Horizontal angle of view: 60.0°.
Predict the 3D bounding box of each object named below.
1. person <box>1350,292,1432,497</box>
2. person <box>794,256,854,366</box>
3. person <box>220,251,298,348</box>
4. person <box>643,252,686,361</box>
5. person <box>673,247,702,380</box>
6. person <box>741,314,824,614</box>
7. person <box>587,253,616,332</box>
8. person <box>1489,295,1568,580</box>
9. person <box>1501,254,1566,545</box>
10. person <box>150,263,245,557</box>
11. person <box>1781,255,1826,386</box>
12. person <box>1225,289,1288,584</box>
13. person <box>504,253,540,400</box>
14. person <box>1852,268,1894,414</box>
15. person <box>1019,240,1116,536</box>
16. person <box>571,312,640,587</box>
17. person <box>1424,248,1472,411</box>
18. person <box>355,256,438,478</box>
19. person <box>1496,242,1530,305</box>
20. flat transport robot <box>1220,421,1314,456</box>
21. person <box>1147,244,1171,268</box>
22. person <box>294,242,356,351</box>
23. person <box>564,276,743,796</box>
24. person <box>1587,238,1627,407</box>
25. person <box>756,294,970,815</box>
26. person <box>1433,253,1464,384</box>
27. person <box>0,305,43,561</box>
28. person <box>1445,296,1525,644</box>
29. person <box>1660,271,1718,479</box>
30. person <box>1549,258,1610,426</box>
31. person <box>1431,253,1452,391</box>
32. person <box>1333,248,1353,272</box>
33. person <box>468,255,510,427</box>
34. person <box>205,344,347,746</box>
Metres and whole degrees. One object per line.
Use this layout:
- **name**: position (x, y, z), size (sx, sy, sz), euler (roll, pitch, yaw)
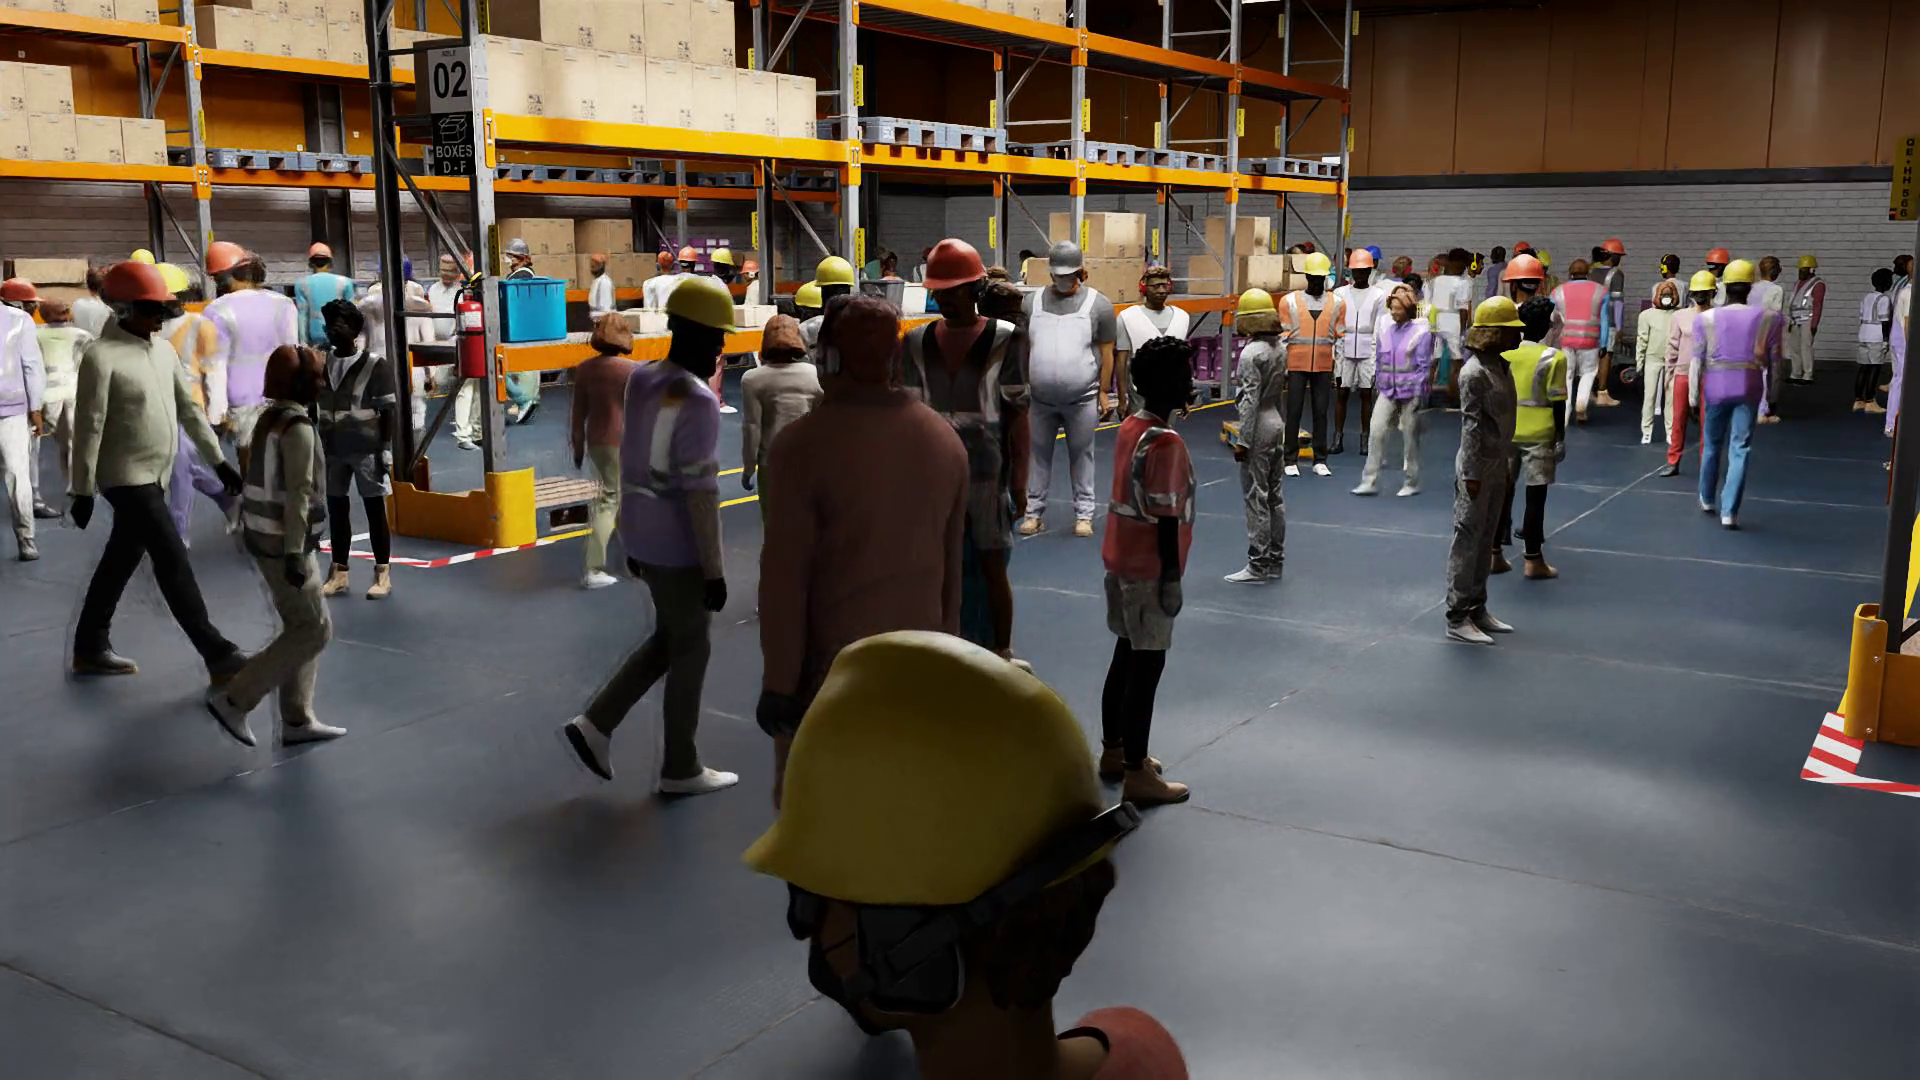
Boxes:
- **person**: position (3.386, -1.114, 12.985), size (0.724, 1.613, 0.518), euler (-10, 14, -43)
- **person**: position (-0.705, -0.659, 9.596), size (0.589, 1.927, 0.388), euler (-7, 12, -33)
- **person**: position (-5.132, -1.127, 12.156), size (0.627, 1.941, 0.371), euler (-10, 14, -44)
- **person**: position (-3.470, -2.478, 19.795), size (0.574, 1.885, 0.355), euler (-3, 11, -14)
- **person**: position (-3.351, -2.647, 20.584), size (0.552, 1.935, 0.368), euler (2, 10, 12)
- **person**: position (-0.935, -0.392, 8.932), size (0.503, 1.631, 0.283), euler (-5, 11, -25)
- **person**: position (-4.599, -2.766, 21.481), size (0.437, 1.858, 0.617), euler (-6, 12, -30)
- **person**: position (3.390, -0.611, 9.970), size (0.317, 1.695, 0.540), euler (-8, 13, -38)
- **person**: position (3.729, -0.931, 11.108), size (0.546, 1.929, 0.388), euler (-3, 11, -16)
- **person**: position (-5.049, -0.872, 10.911), size (0.599, 1.887, 0.833), euler (4, 11, 22)
- **person**: position (11.711, -3.036, 23.076), size (0.403, 1.824, 0.598), euler (-1, 10, -3)
- **person**: position (1.750, -0.608, 9.845), size (0.324, 1.736, 0.492), euler (7, 12, 34)
- **person**: position (-5.566, -2.775, 21.124), size (0.372, 1.997, 0.622), euler (3, 11, 17)
- **person**: position (10.736, -2.332, 19.502), size (0.316, 1.697, 0.542), euler (0, 10, 2)
- **person**: position (0.699, -1.034, 11.361), size (0.673, 2.000, 0.536), euler (3, 11, 14)
- **person**: position (-2.010, -0.546, 9.901), size (0.501, 1.589, 0.859), euler (6, 12, 28)
- **person**: position (5.767, -2.474, 19.688), size (0.613, 1.930, 0.621), euler (-8, 13, -36)
- **person**: position (-4.574, -1.348, 13.524), size (0.632, 1.909, 0.706), euler (-3, 11, -15)
- **person**: position (7.803, -3.153, 23.218), size (0.622, 1.997, 0.371), euler (6, 12, 29)
- **flat transport robot**: position (2.941, -0.987, 16.002), size (0.652, 0.197, 1.431), euler (0, 10, 0)
- **person**: position (3.112, -3.711, 26.217), size (0.403, 2.033, 0.606), euler (1, 10, 3)
- **person**: position (-6.938, -2.258, 18.256), size (0.620, 2.005, 0.949), euler (-2, 11, -14)
- **person**: position (-1.050, 0.017, 5.941), size (0.597, 1.892, 0.634), euler (-7, 12, -34)
- **person**: position (7.892, -2.648, 20.306), size (0.395, 2.038, 0.614), euler (-3, 11, -18)
- **person**: position (-0.227, 0.307, 4.357), size (0.545, 1.886, 0.658), euler (10, 14, 43)
- **person**: position (6.846, -3.104, 23.400), size (0.504, 1.839, 0.340), euler (1, 10, 4)
- **person**: position (-6.090, -0.816, 10.435), size (0.602, 1.940, 0.402), euler (-5, 11, -26)
- **person**: position (2.675, -0.357, 8.433), size (0.294, 1.744, 0.486), euler (8, 13, 36)
- **person**: position (6.249, -1.391, 14.101), size (0.533, 1.767, 0.326), euler (7, 12, 33)
- **person**: position (6.687, -2.134, 18.047), size (0.648, 1.823, 0.451), euler (4, 11, 23)
- **person**: position (6.494, -2.923, 22.373), size (0.326, 1.842, 0.517), euler (4, 11, 21)
- **person**: position (6.650, -4.097, 28.766), size (0.584, 1.882, 0.345), euler (-5, 12, -28)
- **person**: position (-5.153, -2.134, 17.899), size (0.564, 1.877, 1.013), euler (-6, 12, -32)
- **person**: position (-2.694, 0.043, 6.534), size (0.487, 1.615, 0.550), euler (-7, 12, -33)
